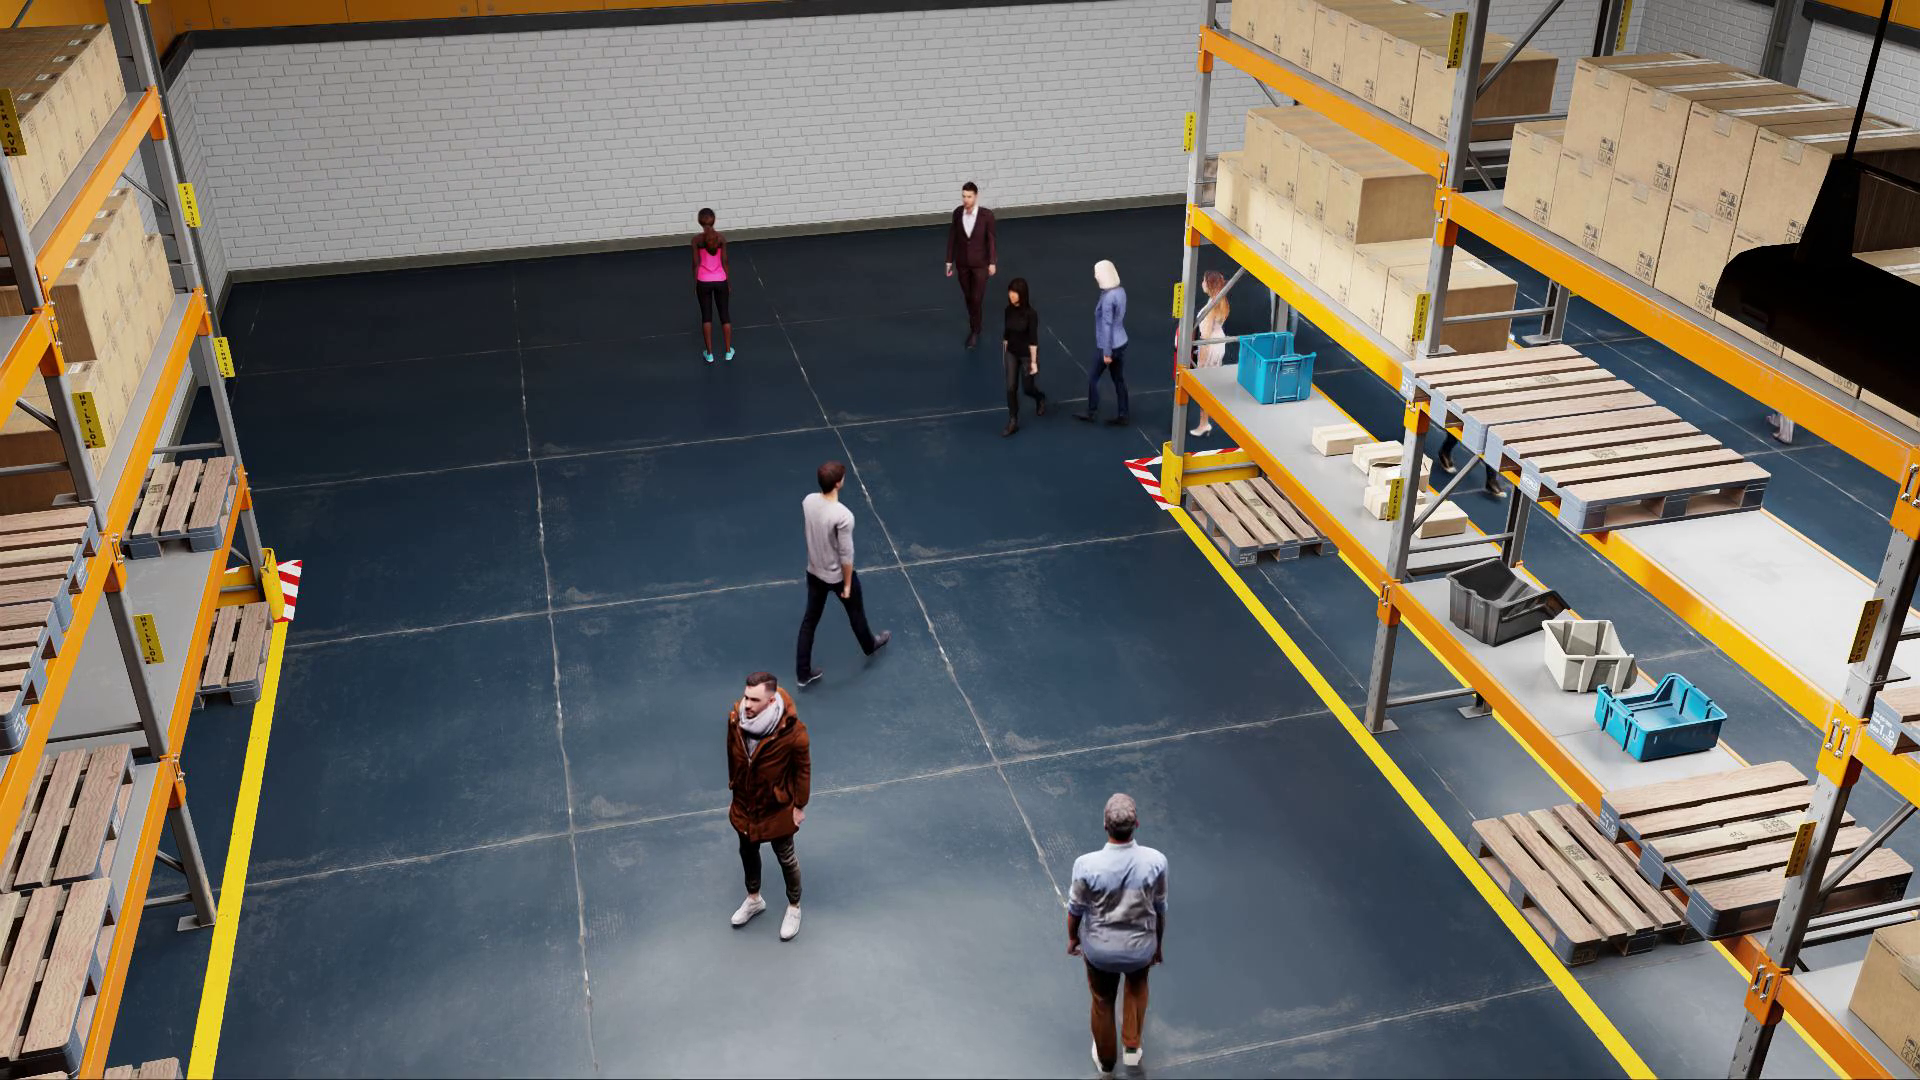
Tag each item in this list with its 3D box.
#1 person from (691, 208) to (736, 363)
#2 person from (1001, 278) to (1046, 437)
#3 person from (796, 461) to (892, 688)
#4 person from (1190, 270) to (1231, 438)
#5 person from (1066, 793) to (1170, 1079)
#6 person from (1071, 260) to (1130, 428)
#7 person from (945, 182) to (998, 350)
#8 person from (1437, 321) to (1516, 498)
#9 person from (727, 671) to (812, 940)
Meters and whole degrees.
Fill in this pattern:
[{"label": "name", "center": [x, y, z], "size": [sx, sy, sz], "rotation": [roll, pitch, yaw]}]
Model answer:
[{"label": "person", "center": [-2.718, -2.802, 18.244], "size": [0.558, 1.726, 0.563], "rotation": [-5, 29, -10]}, {"label": "person", "center": [0.654, -1.845, 16.596], "size": [0.897, 1.624, 0.943], "rotation": [18, 33, 29]}, {"label": "person", "center": [-1.043, 0.288, 12.508], "size": [1.191, 1.795, 1.182], "rotation": [20, 34, 32]}, {"label": "person", "center": [2.536, -1.791, 16.355], "size": [0.865, 1.759, 0.812], "rotation": [14, 32, 24]}, {"label": "person", "center": [0.873, 2.216, 8.957], "size": [0.755, 1.811, 0.707], "rotation": [-1, 29, -2]}, {"label": "person", "center": [1.604, -1.933, 16.673], "size": [0.989, 1.705, 0.930], "rotation": [14, 31, 23]}, {"label": "person", "center": [0.169, -3.145, 18.751], "size": [0.963, 1.843, 1.042], "rotation": [11, 31, 20]}, {"label": "person", "center": [4.827, -1.384, 15.512], "size": [0.736, 1.853, 1.174], "rotation": [-9, 30, -16]}, {"label": "person", "center": [-1.176, 1.582, 10.088], "size": [0.853, 1.839, 0.897], "rotation": [10, 30, 18]}]
